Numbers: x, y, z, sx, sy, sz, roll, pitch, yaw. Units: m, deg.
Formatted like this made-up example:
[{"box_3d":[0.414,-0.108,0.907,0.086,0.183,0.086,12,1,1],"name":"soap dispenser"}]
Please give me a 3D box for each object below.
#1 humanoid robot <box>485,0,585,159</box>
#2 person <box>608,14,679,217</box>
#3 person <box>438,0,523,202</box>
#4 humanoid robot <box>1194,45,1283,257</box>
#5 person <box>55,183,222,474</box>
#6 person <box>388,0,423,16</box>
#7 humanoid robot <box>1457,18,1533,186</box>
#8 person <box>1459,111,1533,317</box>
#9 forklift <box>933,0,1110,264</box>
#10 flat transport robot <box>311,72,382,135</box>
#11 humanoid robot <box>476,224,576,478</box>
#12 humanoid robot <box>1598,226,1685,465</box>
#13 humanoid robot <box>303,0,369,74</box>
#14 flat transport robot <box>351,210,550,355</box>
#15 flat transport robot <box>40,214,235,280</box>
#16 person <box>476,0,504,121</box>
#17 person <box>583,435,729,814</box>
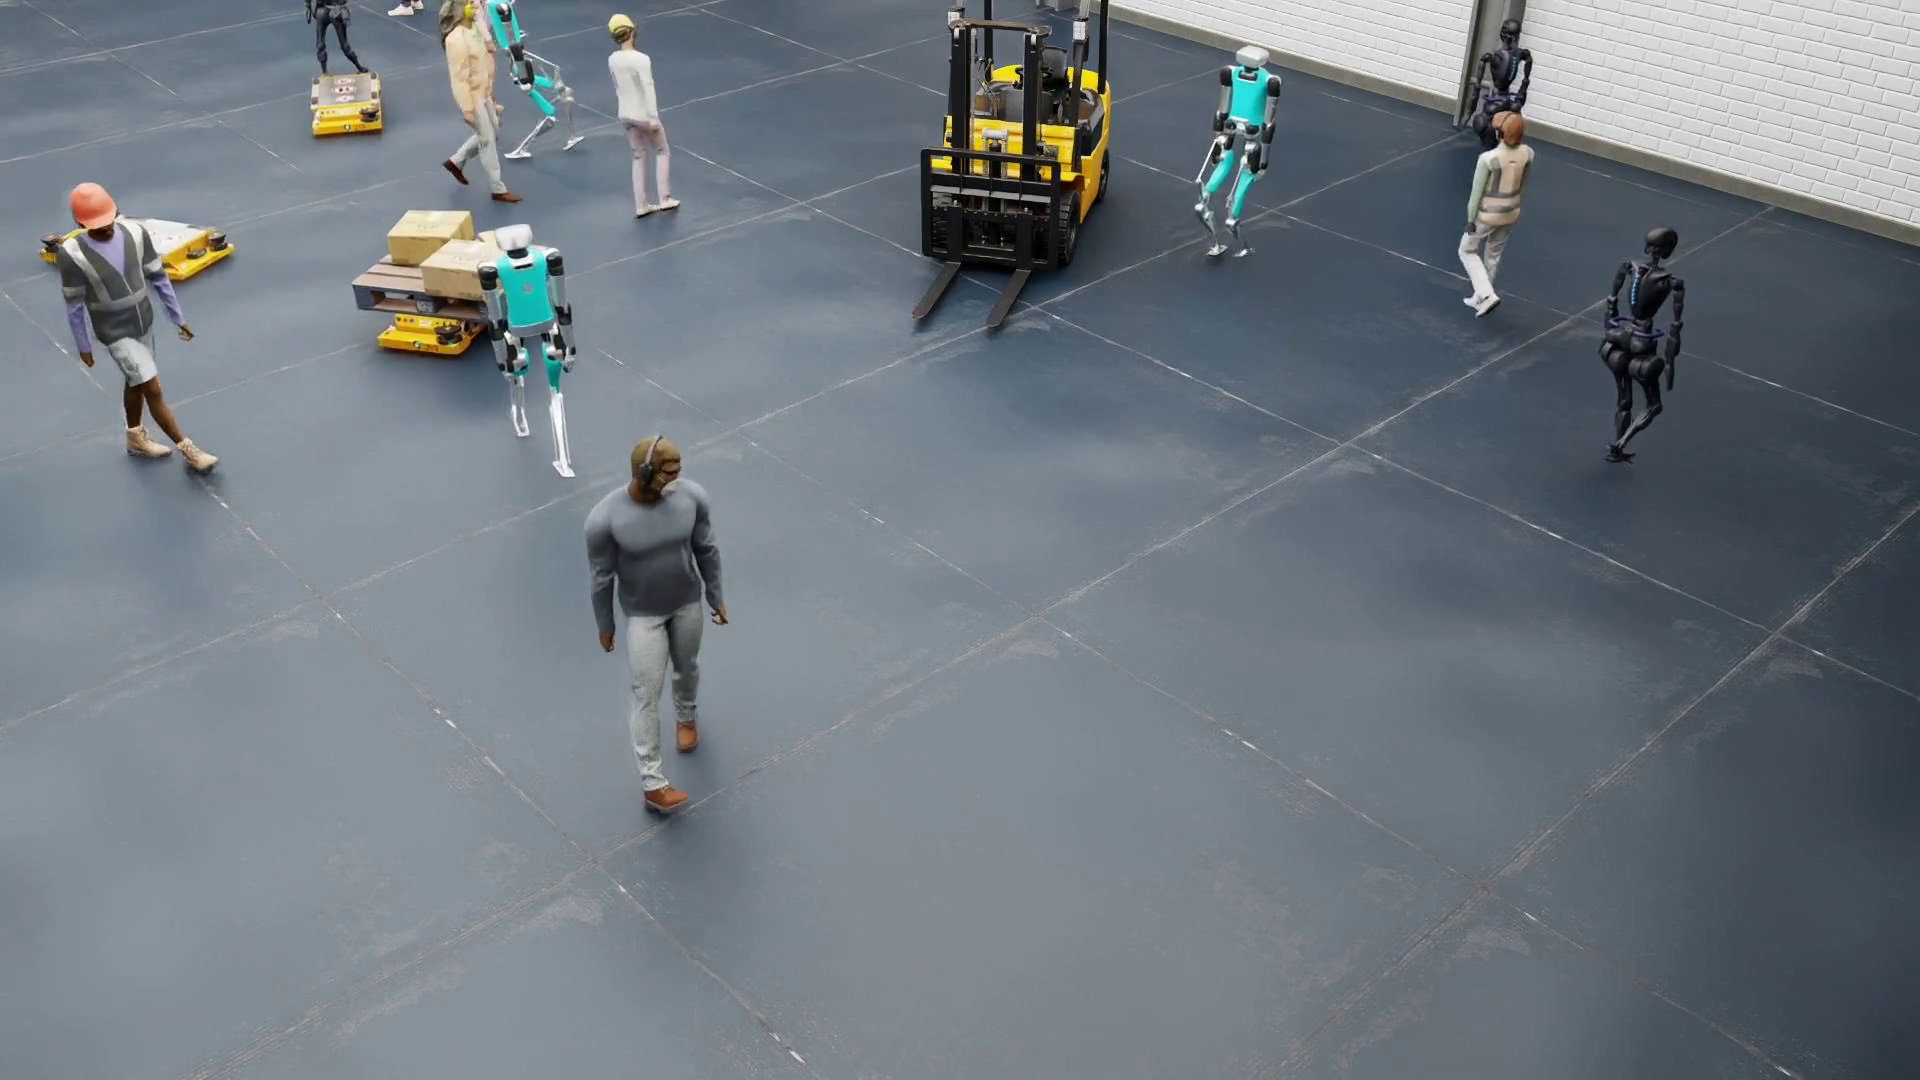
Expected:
[{"box_3d":[-3.924,-4.458,15.704,0.974,1.761,0.530,-14,36,-21],"name":"humanoid robot"},{"box_3d":[-2.799,-3.690,14.516,0.597,1.707,0.478,19,37,26],"name":"person"},{"box_3d":[-4.341,-3.950,14.785,0.687,1.856,0.592,2,33,3],"name":"person"},{"box_3d":[2.212,-3.067,13.542,0.542,1.782,0.854,21,38,29],"name":"humanoid robot"},{"box_3d":[-5.255,-1.348,10.666,0.926,1.987,0.623,13,35,19],"name":"person"},{"box_3d":[-6.759,-7.227,19.827,0.436,1.859,0.802,5,33,7],"name":"person"},{"box_3d":[4.786,-3.779,14.760,0.600,1.644,0.810,-8,34,-12],"name":"humanoid robot"},{"box_3d":[4.102,-2.451,12.695,0.523,1.629,0.448,-13,35,-18],"name":"person"},{"box_3d":[0.570,-3.725,14.138,1.214,2.155,2.313,9,34,13],"name":"forklift"},{"box_3d":[-6.300,-4.500,17.089,0.659,0.231,1.431,-9,34,-14],"name":"flat transport robot"},{"box_3d":[-2.857,-1.335,10.894,0.545,1.769,0.958,-15,36,-21],"name":"humanoid robot"},{"box_3d":[4.382,-1.249,10.812,0.445,1.646,0.601,-17,37,-25],"name":"humanoid robot"},{"box_3d":[-6.679,-5.650,17.594,0.608,1.657,0.597,13,35,20],"name":"humanoid robot"},{"box_3d":[-3.915,-1.863,13.037,0.659,0.231,1.431,7,34,11],"name":"flat transport robot"},{"box_3d":[-6.912,-2.464,13.961,1.431,0.231,0.659,10,34,15],"name":"flat transport robot"},{"box_3d":[-4.821,-5.025,16.546,0.407,1.748,0.645,-12,35,-18],"name":"person"},{"box_3d":[-1.403,0.391,8.097,0.664,1.881,0.783,-20,38,-27],"name":"person"}]
